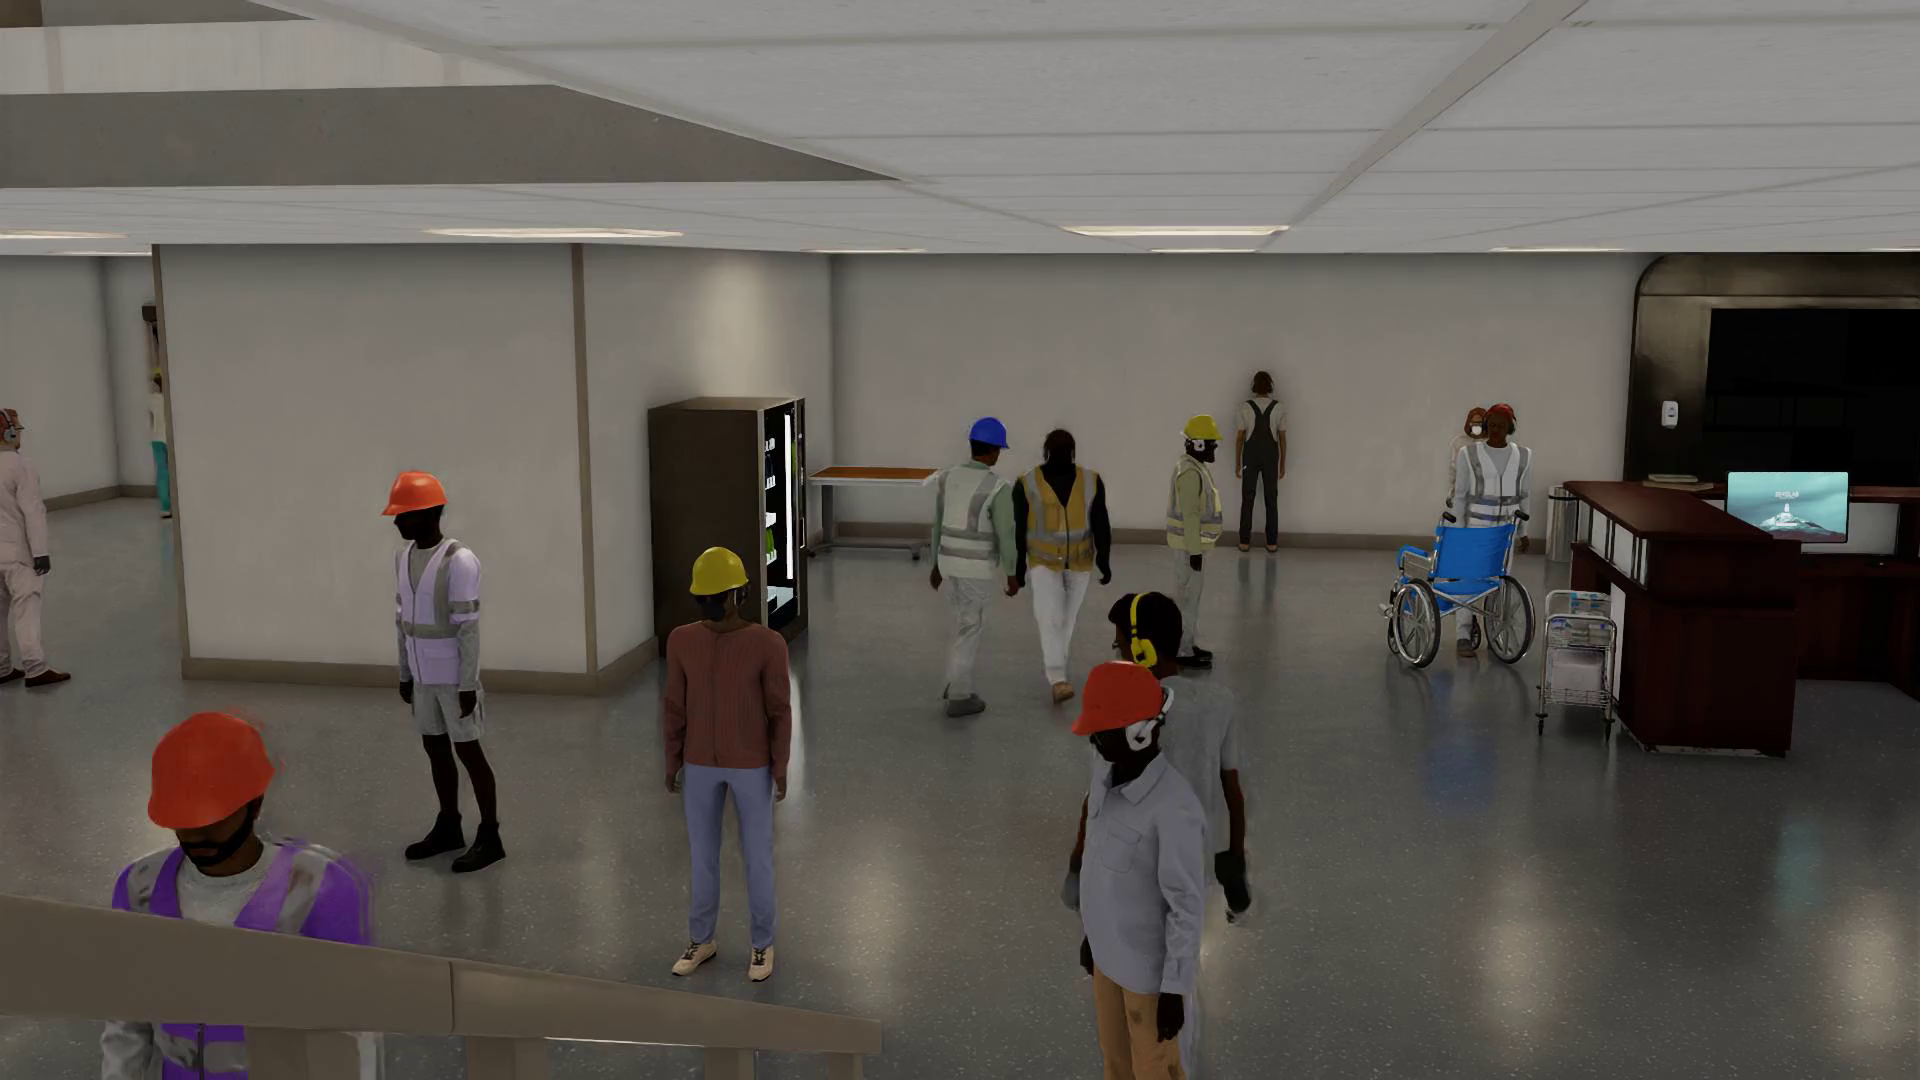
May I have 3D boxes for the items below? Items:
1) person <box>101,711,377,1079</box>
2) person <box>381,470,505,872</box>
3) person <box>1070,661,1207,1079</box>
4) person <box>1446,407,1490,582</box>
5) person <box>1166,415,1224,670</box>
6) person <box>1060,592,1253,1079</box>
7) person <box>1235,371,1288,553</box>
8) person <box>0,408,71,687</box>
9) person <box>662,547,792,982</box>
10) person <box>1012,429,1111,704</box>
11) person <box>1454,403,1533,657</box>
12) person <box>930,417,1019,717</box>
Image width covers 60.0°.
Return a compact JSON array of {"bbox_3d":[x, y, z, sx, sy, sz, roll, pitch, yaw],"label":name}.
[{"bbox_3d":[-1.599,1.303,3.687,0.546,1.917,0.415,2,9,11],"label":"person"},{"bbox_3d":[-2.486,0.623,7.891,0.556,1.924,0.431,6,11,33],"label":"person"},{"bbox_3d":[0.488,1.200,4.853,0.347,1.741,0.564,-3,10,-20],"label":"person"},{"bbox_3d":[4.656,-0.391,15.047,0.504,1.627,0.285,6,11,32],"label":"person"},{"bbox_3d":[1.687,0.010,11.964,0.403,1.825,0.599,2,9,11],"label":"person"},{"bbox_3d":[0.642,1.069,5.387,0.542,1.833,0.681,-5,10,-27],"label":"person"},{"bbox_3d":[3.036,-0.784,16.809,0.506,1.838,0.339,1,9,6],"label":"person"},{"bbox_3d":[-6.502,0.054,11.420,0.643,1.910,0.400,3,10,19],"label":"person"},{"bbox_3d":[-0.938,0.898,6.656,0.533,1.767,0.324,2,9,11],"label":"person"},{"bbox_3d":[0.691,0.174,11.051,0.633,1.792,0.925,-2,9,-11],"label":"person"},{"bbox_3d":[3.923,-0.071,12.270,0.575,1.882,0.359,-1,9,-4],"label":"person"},{"bbox_3d":[0.111,0.176,10.623,0.556,1.918,0.613,-8,12,-39],"label":"person"}]
